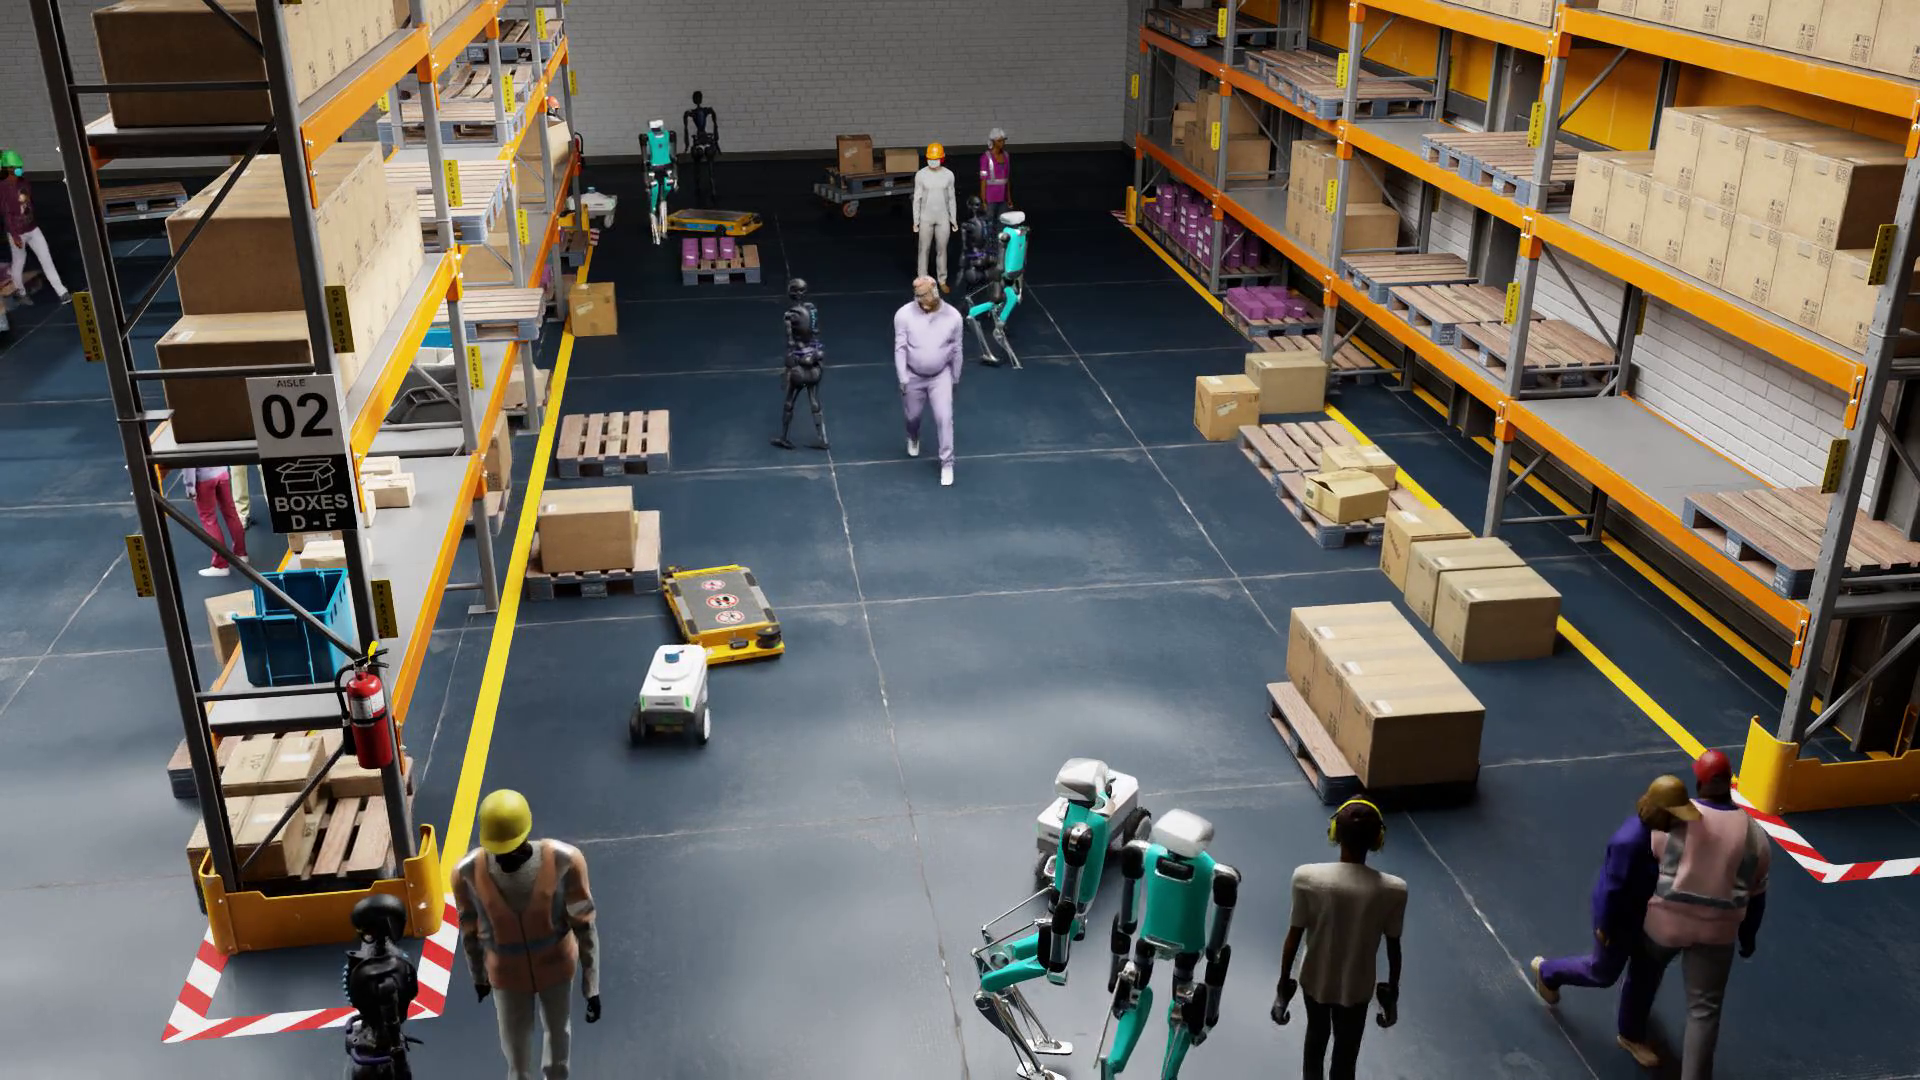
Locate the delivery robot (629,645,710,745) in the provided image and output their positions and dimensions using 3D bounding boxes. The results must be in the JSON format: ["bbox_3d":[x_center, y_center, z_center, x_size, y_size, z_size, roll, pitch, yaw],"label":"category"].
[{"bbox_3d":[-1.897,0.999,11.043,0.499,0.593,0.797,0,24,0],"label":"delivery robot"}]

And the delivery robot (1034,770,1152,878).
[{"bbox_3d":[0.745,1.621,9.621,0.499,0.587,0.782,15,28,30],"label":"delivery robot"}]

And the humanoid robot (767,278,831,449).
[{"bbox_3d":[-1.520,-1.670,15.748,0.629,1.639,0.611,11,26,24],"label":"humanoid robot"}]

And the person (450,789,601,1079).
[{"bbox_3d":[-1.855,1.947,7.222,0.593,1.887,0.951,-6,24,-13],"label":"person"}]

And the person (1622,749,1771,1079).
[{"bbox_3d":[3.446,1.779,7.887,0.620,1.665,1.002,7,25,16],"label":"person"}]

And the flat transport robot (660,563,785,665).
[{"bbox_3d":[-1.805,0.524,12.485,0.659,0.231,1.431,-8,25,-18],"label":"flat transport robot"}]

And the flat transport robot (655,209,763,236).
[{"bbox_3d":[-3.663,-4.625,24.214,1.431,0.231,0.659,6,24,14],"label":"flat transport robot"}]

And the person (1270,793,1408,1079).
[{"bbox_3d":[1.638,1.987,7.228,0.534,1.823,0.928,6,25,14],"label":"person"}]

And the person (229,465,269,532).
[{"bbox_3d":[-5.994,-0.932,13.961,0.558,1.745,0.331,-11,26,-24],"label":"person"}]

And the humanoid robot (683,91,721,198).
[{"bbox_3d":[-4.048,-6.204,26.091,0.596,1.655,0.469,-11,26,-23],"label":"humanoid robot"}]

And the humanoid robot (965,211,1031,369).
[{"bbox_3d":[0.385,-2.683,17.993,0.855,1.786,0.540,15,28,31],"label":"humanoid robot"}]

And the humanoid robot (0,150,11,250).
[{"bbox_3d":[-13.410,-4.865,23.017,0.609,1.638,0.600,-15,28,-30],"label":"humanoid robot"}]

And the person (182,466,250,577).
[{"bbox_3d":[-5.939,-0.493,13.116,0.278,1.628,0.503,5,24,11],"label":"person"}]

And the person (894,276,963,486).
[{"bbox_3d":[-0.280,-1.510,15.155,0.625,1.839,0.918,0,24,-1],"label":"person"}]

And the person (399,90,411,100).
[{"bbox_3d":[-8.660,-6.285,26.298,0.432,1.618,0.520,-8,25,-17],"label":"person"}]

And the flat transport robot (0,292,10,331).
[{"bbox_3d":[-11.520,-2.325,18.975,0.659,0.231,1.431,-13,27,-27],"label":"flat transport robot"}]

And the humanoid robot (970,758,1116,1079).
[{"bbox_3d":[0.329,1.746,7.709,0.735,1.677,0.533,7,25,15],"label":"humanoid robot"}]

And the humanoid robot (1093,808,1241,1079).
[{"bbox_3d":[0.799,2.095,7.125,0.539,1.782,0.872,12,26,25],"label":"humanoid robot"}]

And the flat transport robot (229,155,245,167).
[{"bbox_3d":[-10.073,-5.033,25.145,0.659,0.231,1.431,11,26,24],"label":"flat transport robot"}]

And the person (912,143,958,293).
[{"bbox_3d":[-0.313,-4.028,20.839,0.571,1.892,0.376,-4,24,-9],"label":"person"}]

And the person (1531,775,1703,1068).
[{"bbox_3d":[3.174,1.756,8.018,0.461,1.598,0.647,-13,27,-27],"label":"person"}]

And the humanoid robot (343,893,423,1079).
[{"bbox_3d":[-2.398,2.199,6.924,0.376,1.639,0.625,-11,26,-24],"label":"humanoid robot"}]

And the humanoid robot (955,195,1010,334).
[{"bbox_3d":[0.219,-3.167,19.197,0.796,1.623,0.601,20,30,37],"label":"humanoid robot"}]

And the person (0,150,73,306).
[{"bbox_3d":[-11.334,-3.768,20.235,0.927,1.906,0.511,9,25,19],"label":"person"}]

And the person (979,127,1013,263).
[{"bbox_3d":[0.481,-4.535,22.046,0.509,1.847,0.341,-19,30,-37],"label":"person"}]

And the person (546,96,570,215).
[{"bbox_3d":[-6.079,-5.764,24.972,0.561,1.742,0.335,12,26,25],"label":"person"}]

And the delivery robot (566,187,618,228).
[{"bbox_3d":[-5.423,-4.880,24.439,0.766,0.594,0.523,-1,24,-2],"label":"delivery robot"}]

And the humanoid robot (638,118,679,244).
[{"bbox_3d":[-4.263,-5.041,23.389,0.549,1.819,0.724,-11,26,-24],"label":"humanoid robot"}]
